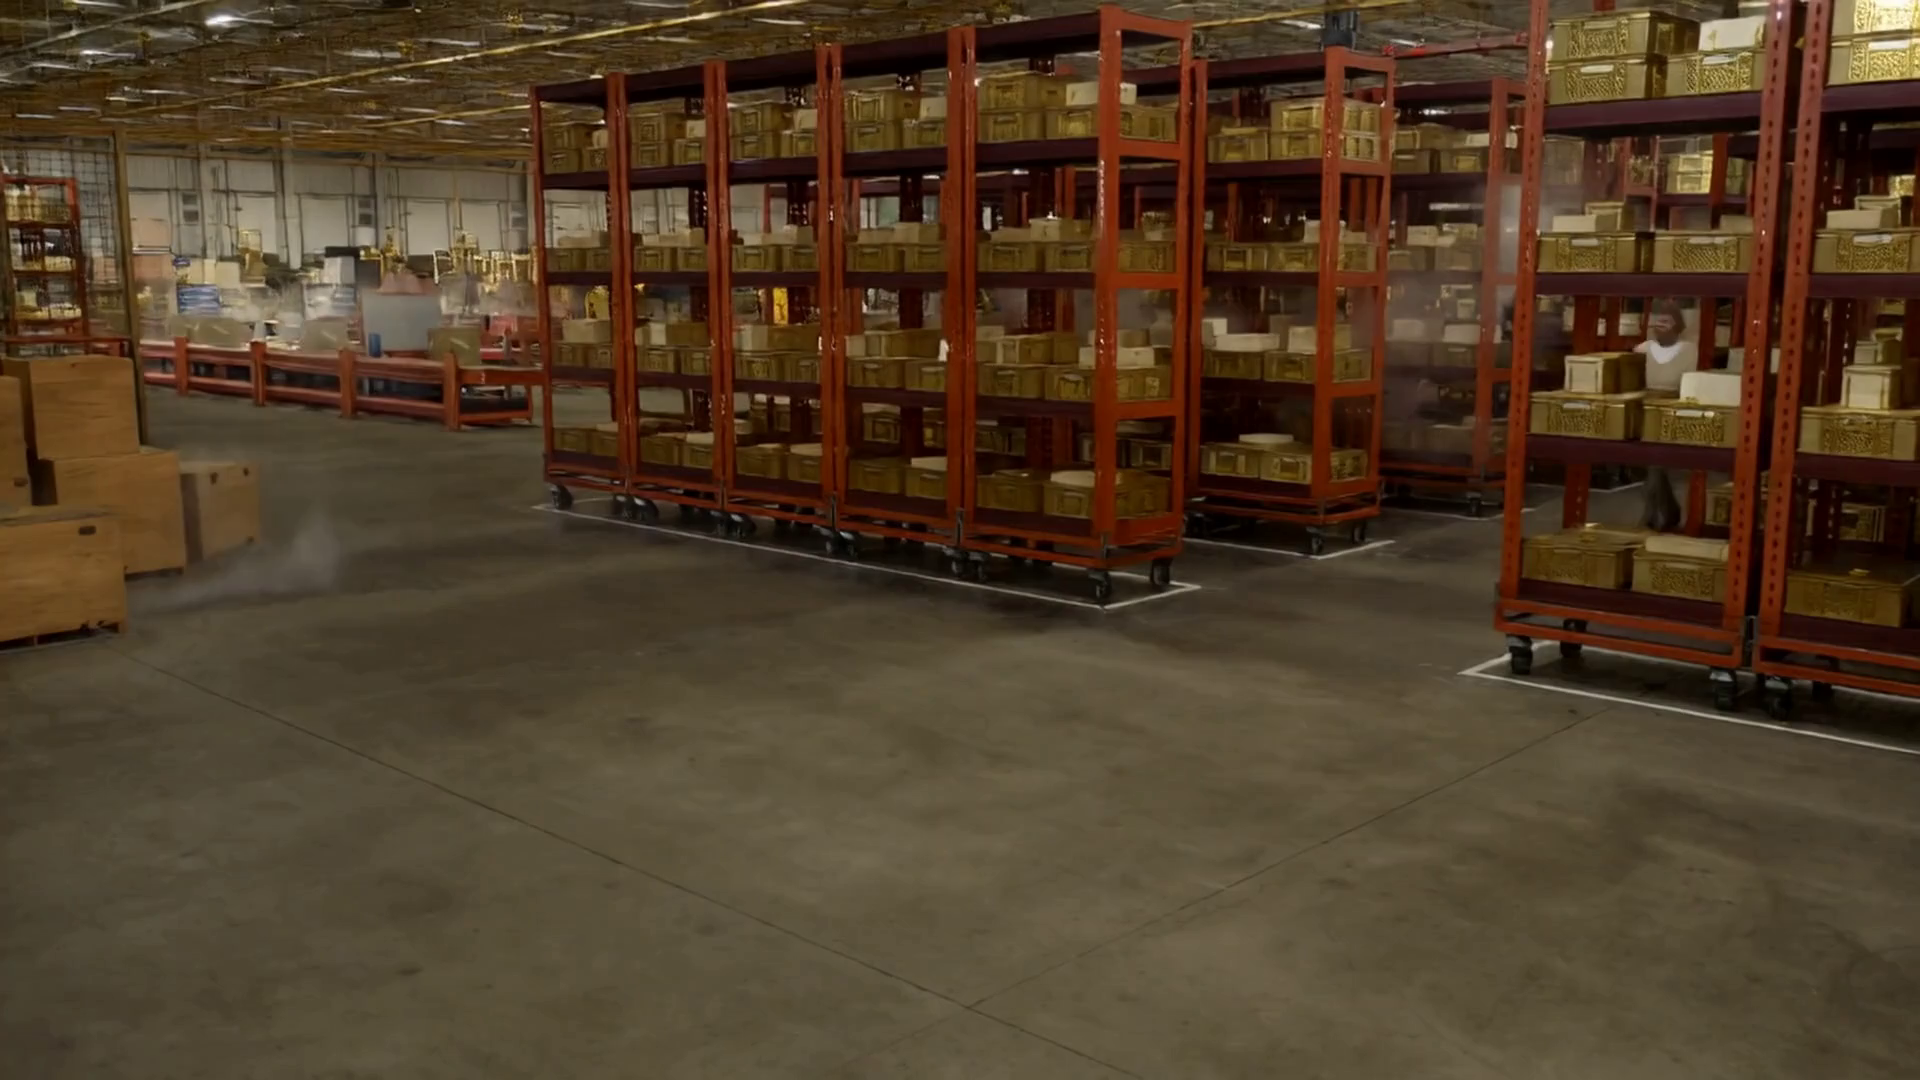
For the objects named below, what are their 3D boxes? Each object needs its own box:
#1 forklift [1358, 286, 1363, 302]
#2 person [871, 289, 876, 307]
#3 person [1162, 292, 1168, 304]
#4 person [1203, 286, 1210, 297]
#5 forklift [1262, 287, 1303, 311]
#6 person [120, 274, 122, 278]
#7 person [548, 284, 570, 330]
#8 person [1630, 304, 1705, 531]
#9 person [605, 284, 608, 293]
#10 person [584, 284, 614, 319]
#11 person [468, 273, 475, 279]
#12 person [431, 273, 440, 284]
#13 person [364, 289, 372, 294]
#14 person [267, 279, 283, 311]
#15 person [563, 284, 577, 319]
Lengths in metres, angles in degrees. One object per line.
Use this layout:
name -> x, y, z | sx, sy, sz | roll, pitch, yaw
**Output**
forklift -> 11.100, -7.017, 46.970 | 1.873, 2.768, 1.129 | 9, 13, 43
person -> -3.953, -11.053, 75.397 | 0.638, 1.670, 0.542 | -5, 10, -26
person -> 8.035, -9.279, 64.558 | 0.805, 1.662, 0.542 | 8, 12, 39
person -> 8.187, -7.633, 54.558 | 0.509, 1.632, 0.270 | 6, 11, 33
forklift -> 10.769, -8.203, 54.240 | 1.129, 2.768, 1.873 | 8, 12, 42
person -> -42.801, -12.700, 85.036 | 0.941, 1.822, 0.555 | -9, 13, -43
person -> -9.041, -5.077, 37.640 | 0.615, 2.039, 0.391 | 7, 11, 35
person -> 5.459, -0.922, 12.897 | 0.918, 1.811, 0.570 | -8, 12, -41
person -> -12.875, -8.594, 60.433 | 0.514, 1.640, 0.310 | 3, 10, 20
person -> -7.064, -4.205, 32.756 | 0.396, 1.899, 0.644 | 9, 13, 43
person -> -17.194, -8.447, 58.624 | 0.552, 1.932, 0.377 | -7, 12, -38
person -> -28.102, -13.413, 89.381 | 0.621, 1.838, 0.429 | 5, 11, 30
person -> -21.568, -8.727, 60.611 | 0.452, 1.852, 0.494 | -9, 13, -43
person -> -24.549, -8.489, 59.610 | 0.494, 1.694, 0.928 | -4, 10, -24
person -> -9.697, -5.552, 41.051 | 0.568, 1.883, 1.013 | -6, 11, -30
